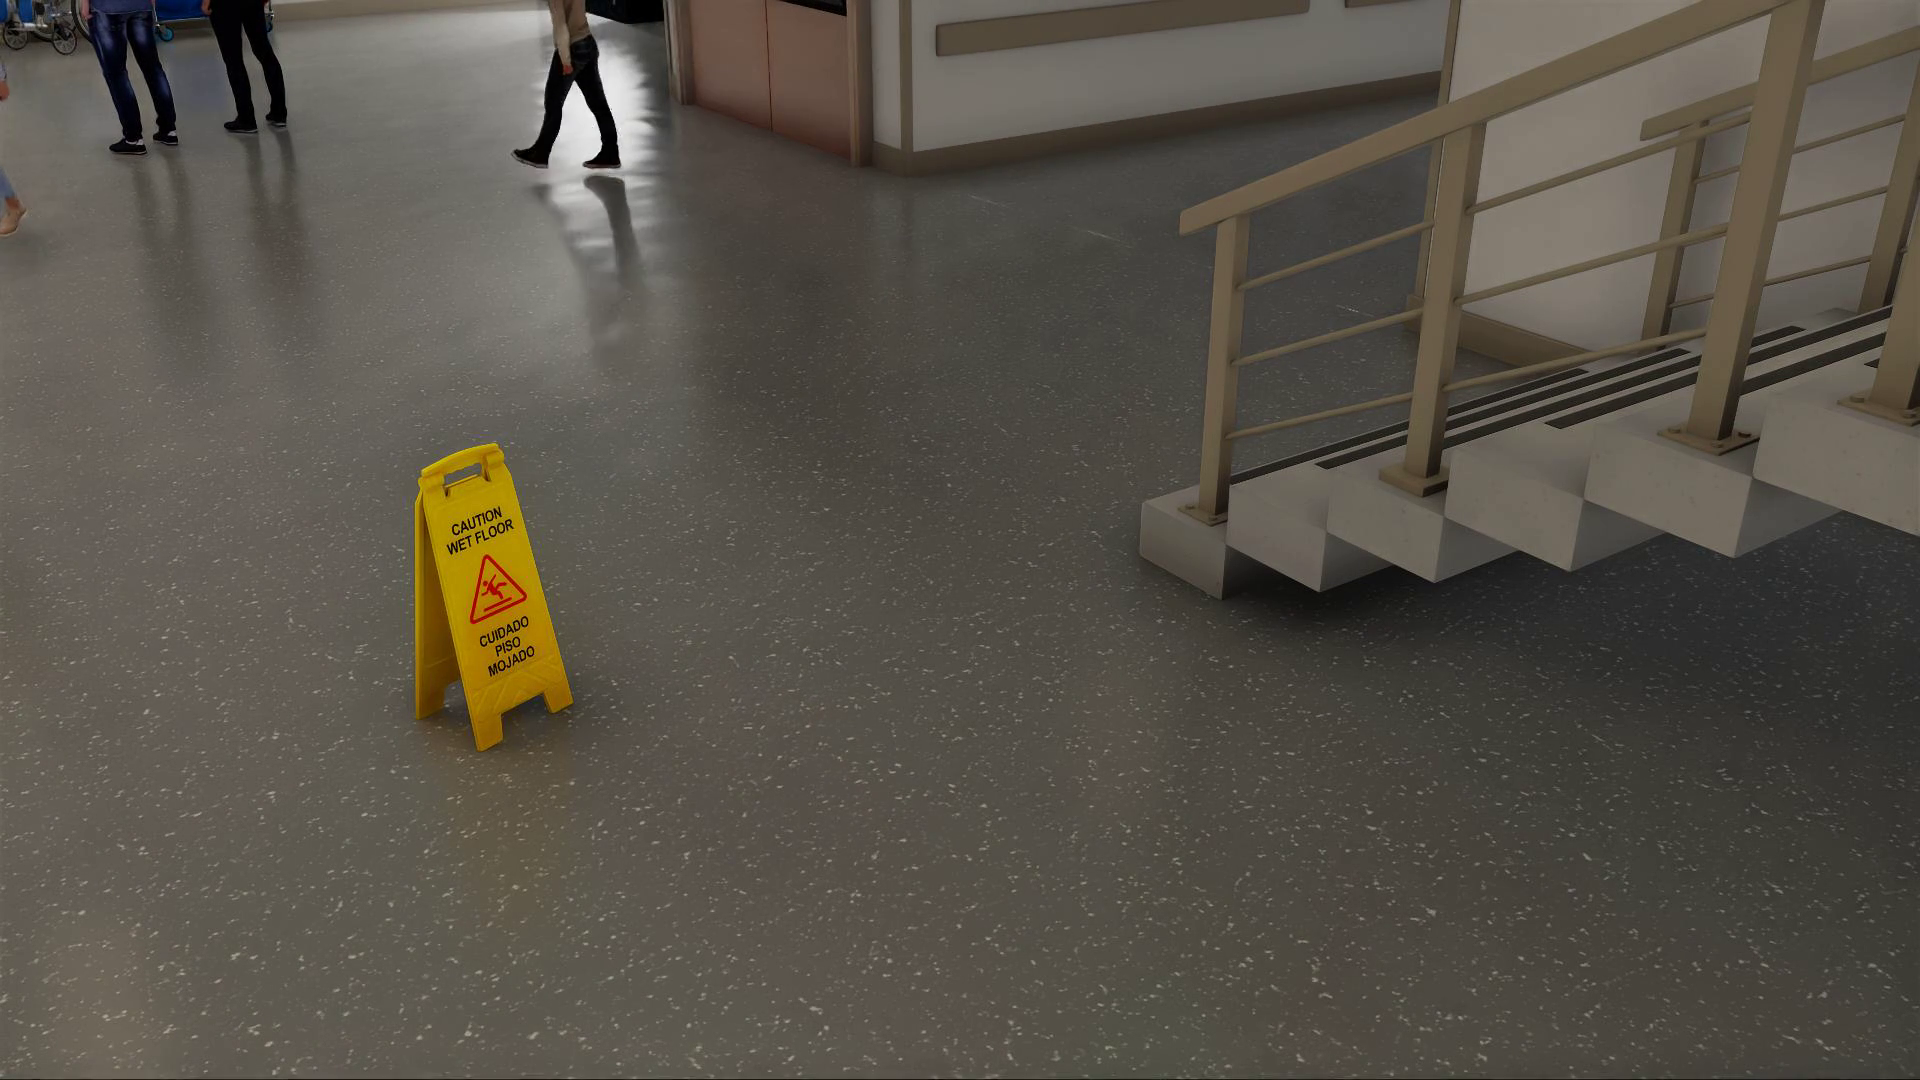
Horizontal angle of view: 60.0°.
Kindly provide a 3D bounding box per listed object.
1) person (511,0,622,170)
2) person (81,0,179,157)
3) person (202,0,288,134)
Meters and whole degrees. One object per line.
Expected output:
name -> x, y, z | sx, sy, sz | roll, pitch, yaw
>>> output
person -> -2.291, -2.969, 10.178 | 0.961, 1.441, 0.873 | 7, 27, 13
person -> -5.401, -3.421, 10.673 | 0.767, 1.826, 0.802 | 13, 29, 25
person -> -4.914, -3.727, 11.286 | 0.678, 1.844, 0.728 | 16, 30, 30
